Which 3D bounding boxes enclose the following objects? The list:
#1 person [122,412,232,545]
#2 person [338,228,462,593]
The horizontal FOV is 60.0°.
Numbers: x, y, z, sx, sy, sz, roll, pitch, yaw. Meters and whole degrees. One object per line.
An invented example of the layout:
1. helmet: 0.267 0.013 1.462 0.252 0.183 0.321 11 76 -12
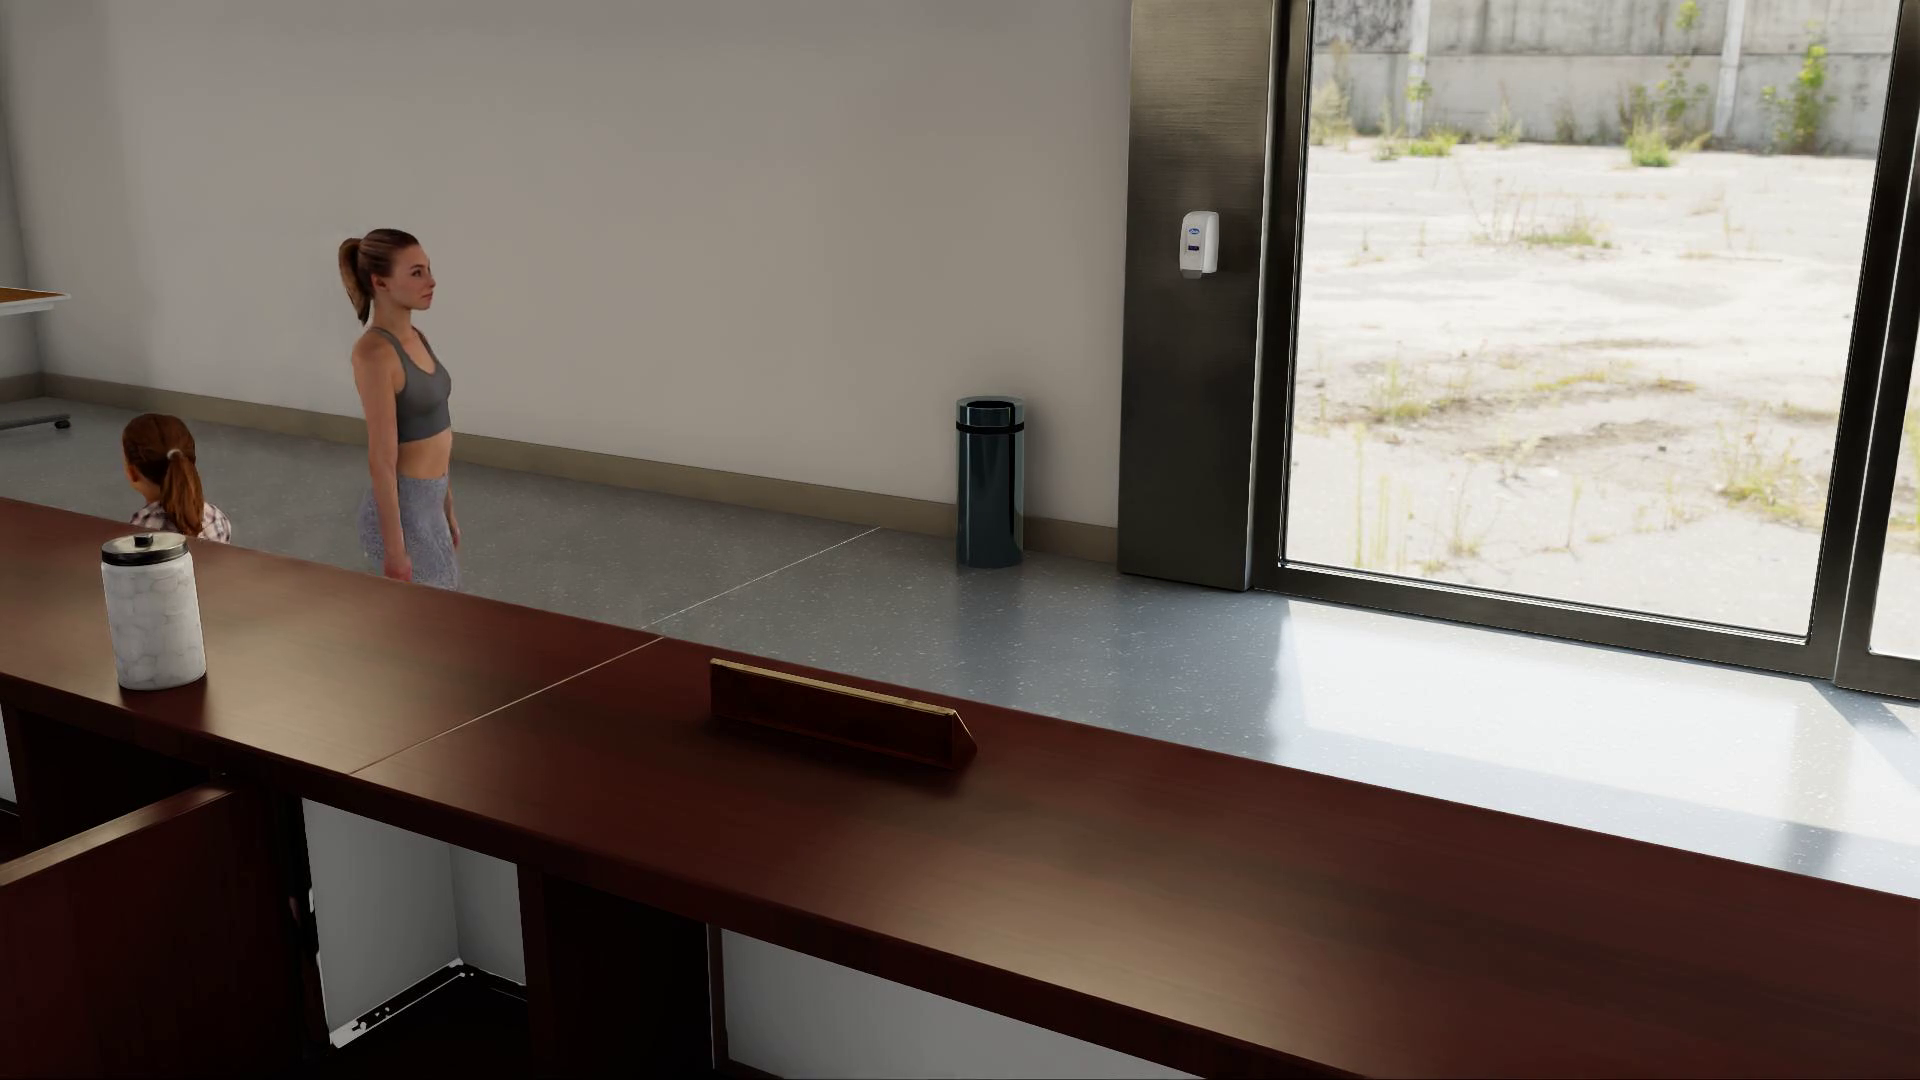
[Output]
1. person: -1.895 0.327 4.211 0.578 1.289 0.856 9 18 29
2. person: -1.648 -0.028 4.738 0.922 1.686 0.953 -1 16 -2
